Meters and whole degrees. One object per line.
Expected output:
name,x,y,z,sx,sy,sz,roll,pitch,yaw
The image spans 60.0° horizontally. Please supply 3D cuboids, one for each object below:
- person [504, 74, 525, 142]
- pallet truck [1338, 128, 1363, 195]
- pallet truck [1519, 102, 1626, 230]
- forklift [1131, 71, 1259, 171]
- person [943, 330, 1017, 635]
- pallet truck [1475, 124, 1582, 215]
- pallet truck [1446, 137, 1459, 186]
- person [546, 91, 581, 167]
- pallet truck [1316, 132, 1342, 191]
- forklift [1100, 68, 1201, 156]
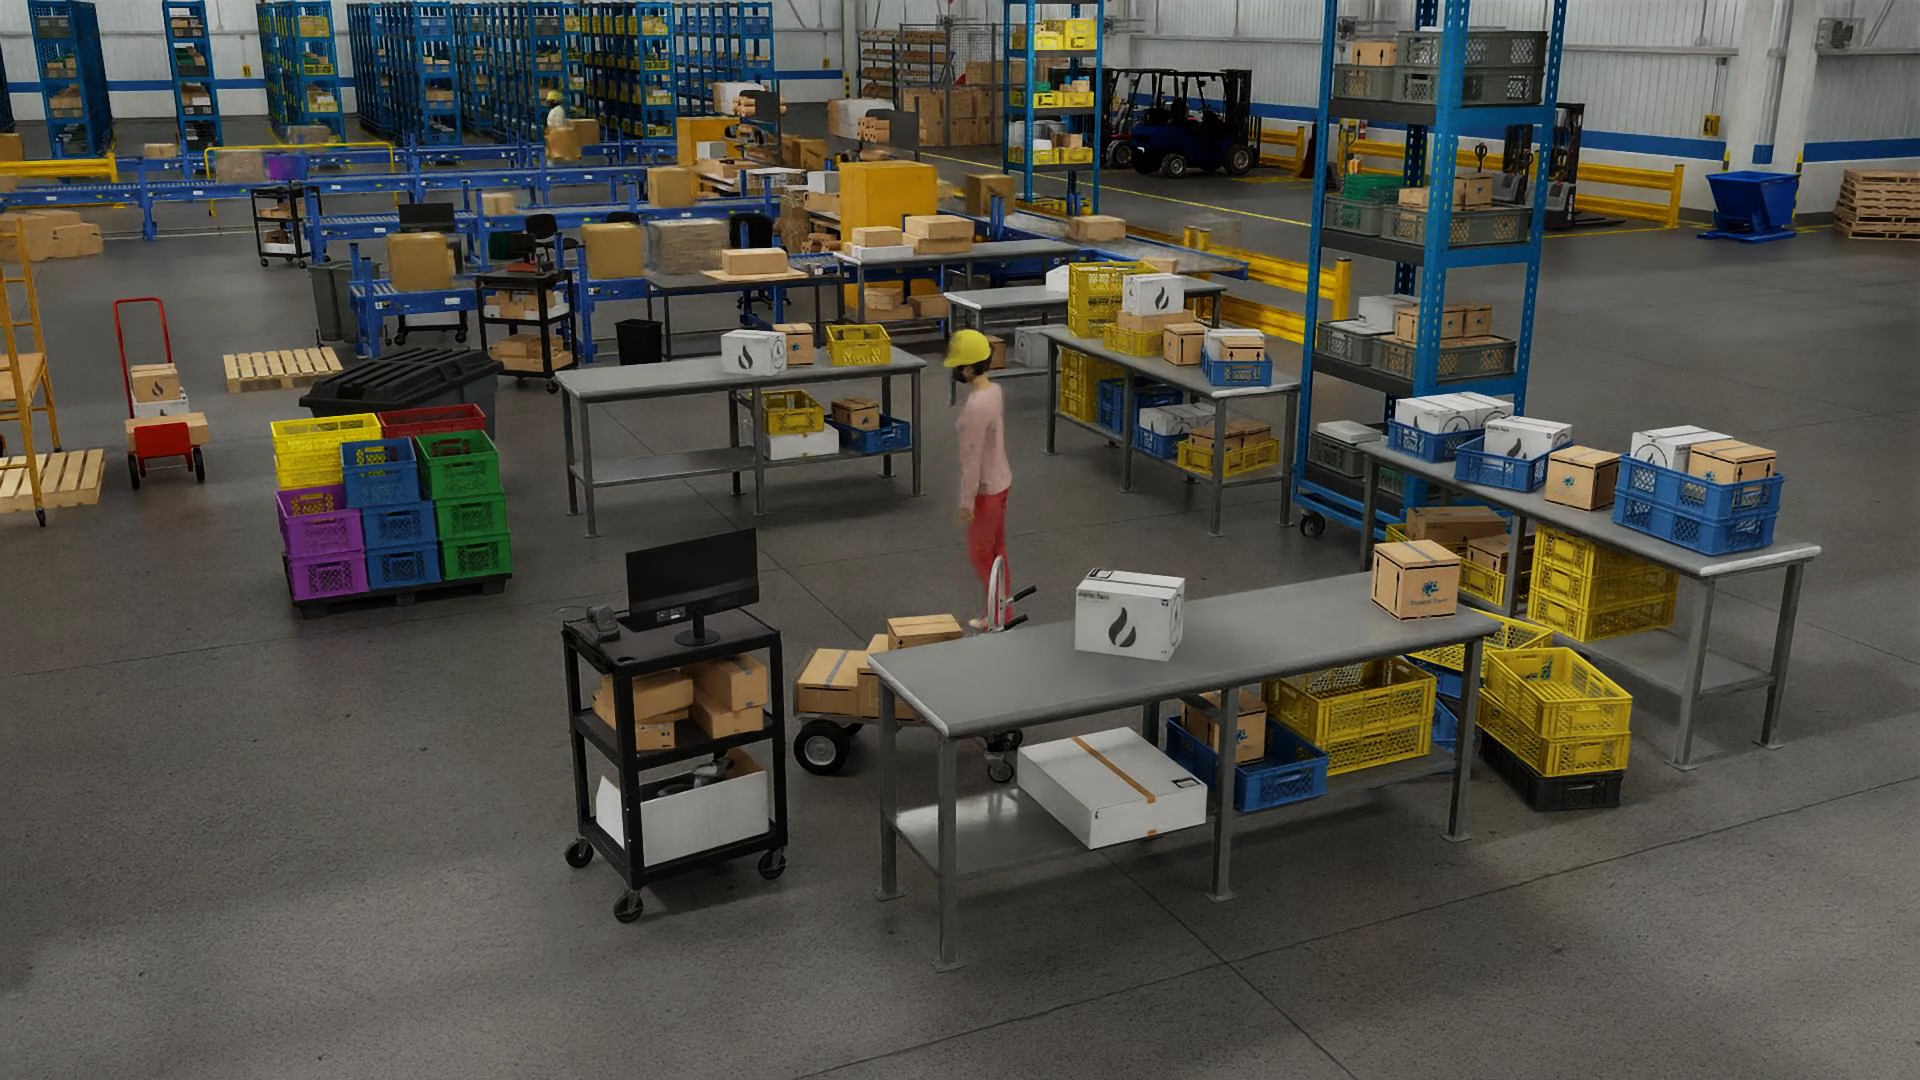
person,-11.869,-11.550,44.475,0.880,1.804,0.570,-4,18,-13
pallet truck,7.845,-7.140,31.411,1.522,1.261,0.704,-9,20,-25
pallet truck,9.972,-6.037,26.785,1.885,1.965,0.823,-9,20,-25
forklift,4.998,-8.936,35.413,2.680,1.987,1.157,-9,20,-25
person,0.126,-0.277,9.045,0.433,1.749,0.592,3,18,8
pallet truck,9.707,-6.455,28.103,1.885,1.965,0.823,-7,19,-20
pallet truck,9.184,-6.485,29.328,1.630,1.274,0.653,-8,19,-23
person,-8.348,-8.467,34.769,0.828,1.806,0.598,-11,21,-31
pallet truck,7.723,-7.504,32.656,1.601,1.201,0.680,-8,19,-23
forklift,4.082,-9.564,37.410,2.680,1.987,1.157,-8,19,-23
